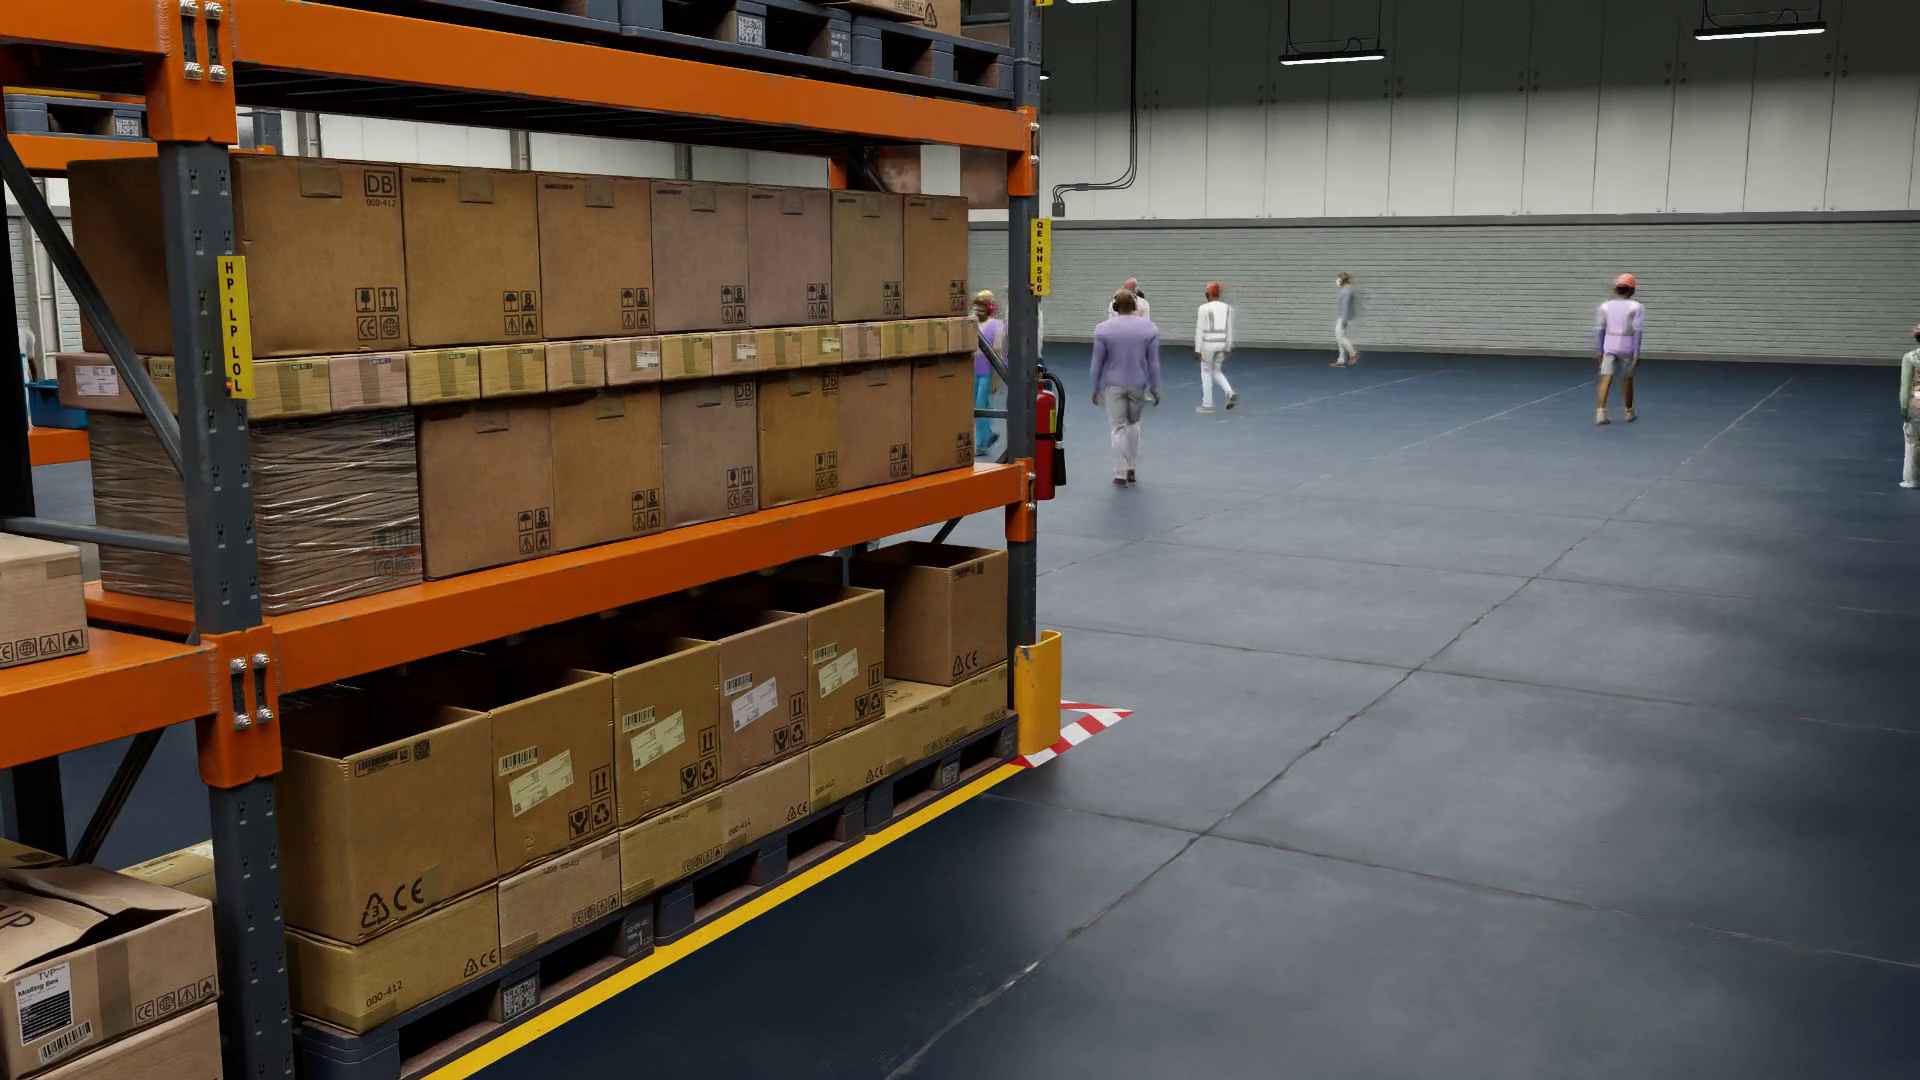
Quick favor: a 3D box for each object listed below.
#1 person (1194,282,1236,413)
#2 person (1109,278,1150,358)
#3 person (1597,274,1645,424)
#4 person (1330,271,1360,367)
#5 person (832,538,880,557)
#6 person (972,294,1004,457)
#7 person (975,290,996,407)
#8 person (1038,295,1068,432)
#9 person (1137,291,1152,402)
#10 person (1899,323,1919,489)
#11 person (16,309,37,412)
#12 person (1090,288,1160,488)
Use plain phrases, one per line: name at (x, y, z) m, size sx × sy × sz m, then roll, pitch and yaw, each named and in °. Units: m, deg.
person at (3.622, -2.717, 23.554) m, size 0.580 × 1.870 × 0.540 m, roll -7°, pitch 12°, yaw -34°
person at (2.551, -2.987, 25.079) m, size 0.680 × 1.921 × 0.412 m, roll 5°, pitch 11°, yaw 25°
person at (8.792, -2.539, 22.171) m, size 0.628 × 1.989 × 1.042 m, roll 9°, pitch 13°, yaw 42°
person at (7.704, -4.408, 33.299) m, size 0.482 × 1.919 × 0.645 m, roll 1°, pitch 10°, yaw 8°
person at (-0.761, -0.615, 11.930) m, size 0.505 × 1.633 × 0.279 m, roll 4°, pitch 10°, yaw 21°
person at (0.250, -1.817, 18.438) m, size 0.431 × 1.807 × 0.632 m, roll -7°, pitch 12°, yaw -36°
person at (0.367, -2.815, 24.544) m, size 0.384 × 1.730 × 0.486 m, roll -3°, pitch 10°, yaw -18°
person at (0.981, -2.308, 20.893) m, size 0.871 × 1.963 × 0.617 m, roll -6°, pitch 11°, yaw -29°
person at (2.709, -2.954, 25.431) m, size 0.533 × 1.699 × 0.318 m, roll 8°, pitch 12°, yaw 38°
person at (9.174, -1.246, 15.690) m, size 0.537 × 1.604 × 0.668 m, roll 1°, pitch 10°, yaw 4°
person at (-9.335, -1.474, 16.353) m, size 0.512 × 1.851 × 0.705 m, roll -5°, pitch 11°, yaw -27°
person at (1.578, -1.476, 16.139) m, size 0.661 × 1.914 × 0.692 m, roll -2°, pitch 10°, yaw -9°
